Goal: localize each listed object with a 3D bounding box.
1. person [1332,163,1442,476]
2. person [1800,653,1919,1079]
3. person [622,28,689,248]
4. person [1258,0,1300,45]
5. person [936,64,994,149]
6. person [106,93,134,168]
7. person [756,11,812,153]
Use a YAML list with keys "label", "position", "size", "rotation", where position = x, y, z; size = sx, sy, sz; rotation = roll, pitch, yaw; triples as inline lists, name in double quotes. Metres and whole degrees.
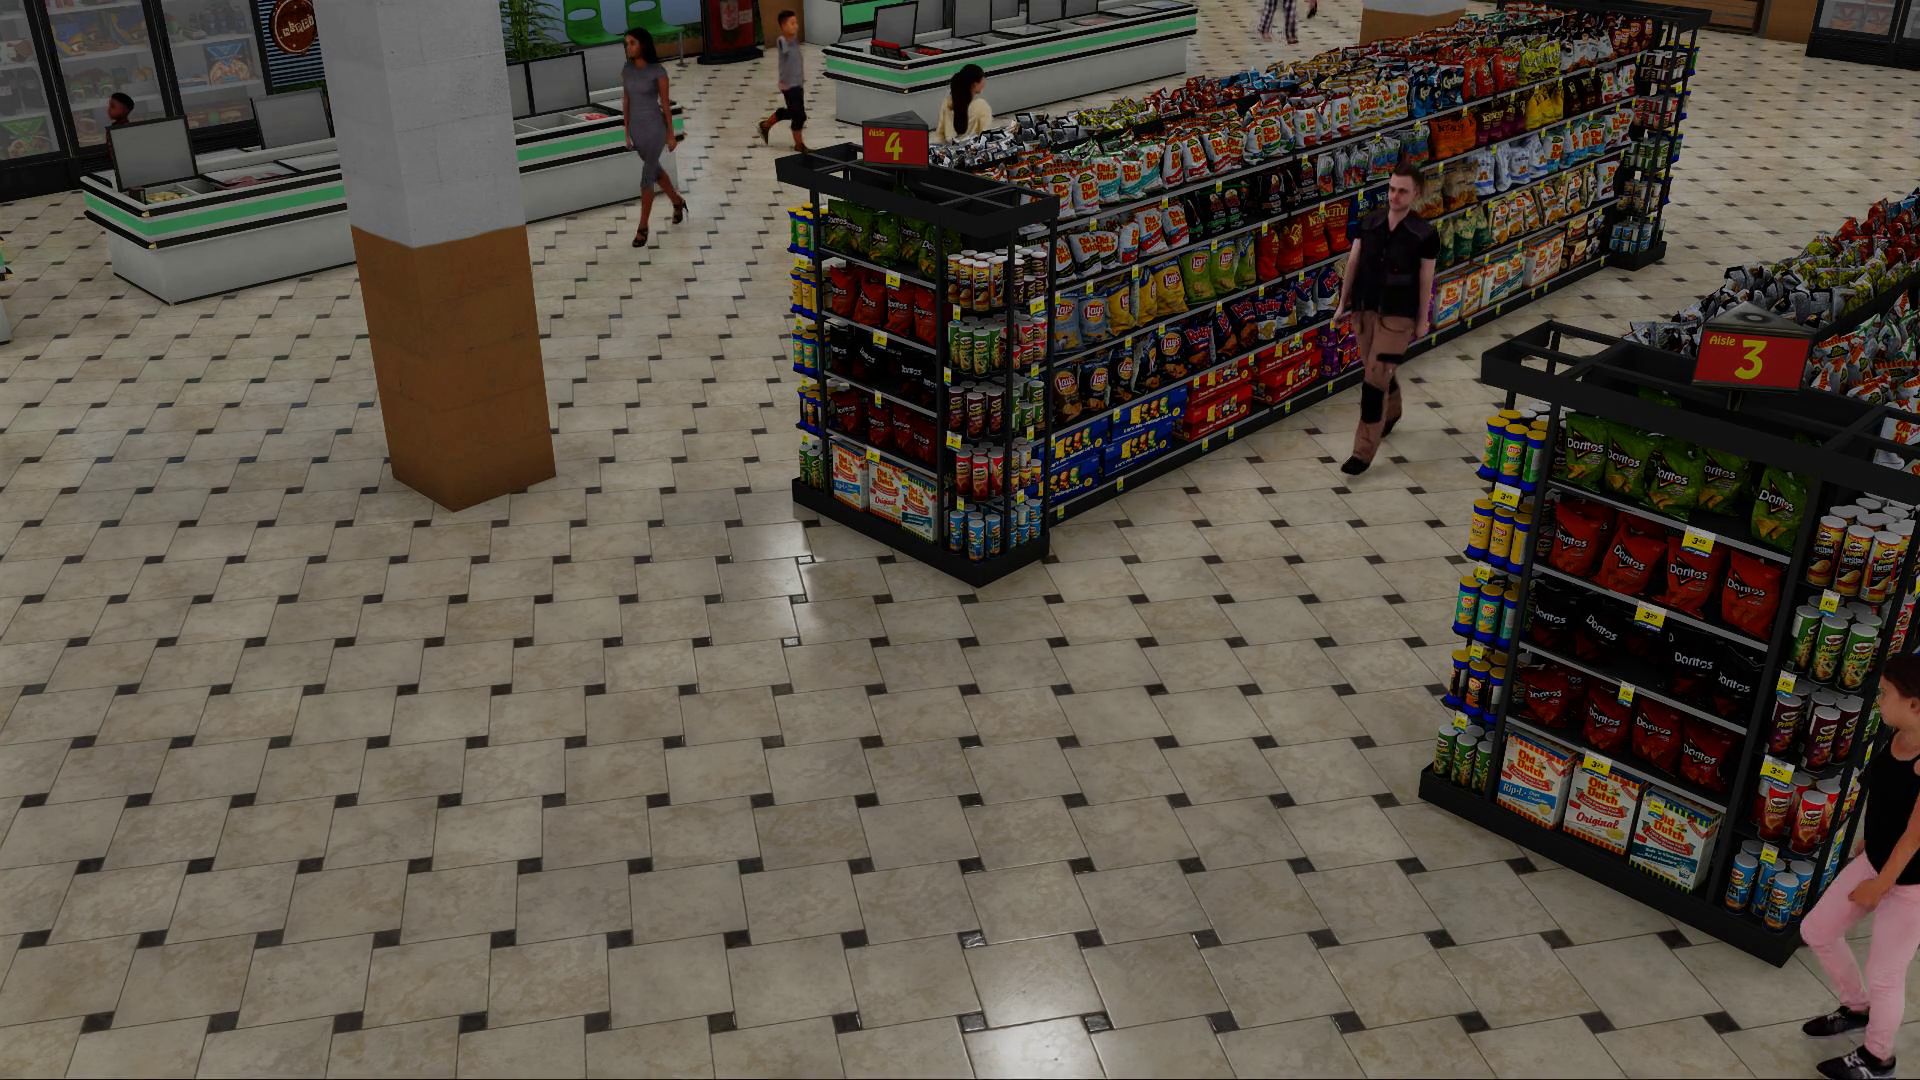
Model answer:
- label: "person"
  position: [2.578, -1.354, 9.929]
  size: [0.664, 1.797, 1.147]
  rotation: [24, 35, 39]
- label: "person"
  position: [3.092, 1.095, 5.382]
  size: [0.700, 1.542, 0.639]
  rotation: [-2, 27, -4]
- label: "person"
  position: [-2.573, -3.402, 14.038]
  size: [0.833, 1.732, 1.186]
  rotation: [12, 29, 23]
- label: "person"
  position: [4.226, -7.530, 22.107]
  size: [1.188, 1.797, 1.112]
  rotation: [-5, 27, -11]
- label: "person"
  position: [0.027, -2.950, 13.269]
  size: [0.798, 1.621, 0.842]
  rotation: [9, 28, 18]
- label: "person"
  position: [-7.004, -3.146, 14.062]
  size: [0.530, 1.254, 0.533]
  rotation: [18, 32, 32]
- label: "person"
  position: [-1.773, -4.702, 16.921]
  size: [0.874, 1.443, 0.947]
  rotation: [9, 28, 18]
